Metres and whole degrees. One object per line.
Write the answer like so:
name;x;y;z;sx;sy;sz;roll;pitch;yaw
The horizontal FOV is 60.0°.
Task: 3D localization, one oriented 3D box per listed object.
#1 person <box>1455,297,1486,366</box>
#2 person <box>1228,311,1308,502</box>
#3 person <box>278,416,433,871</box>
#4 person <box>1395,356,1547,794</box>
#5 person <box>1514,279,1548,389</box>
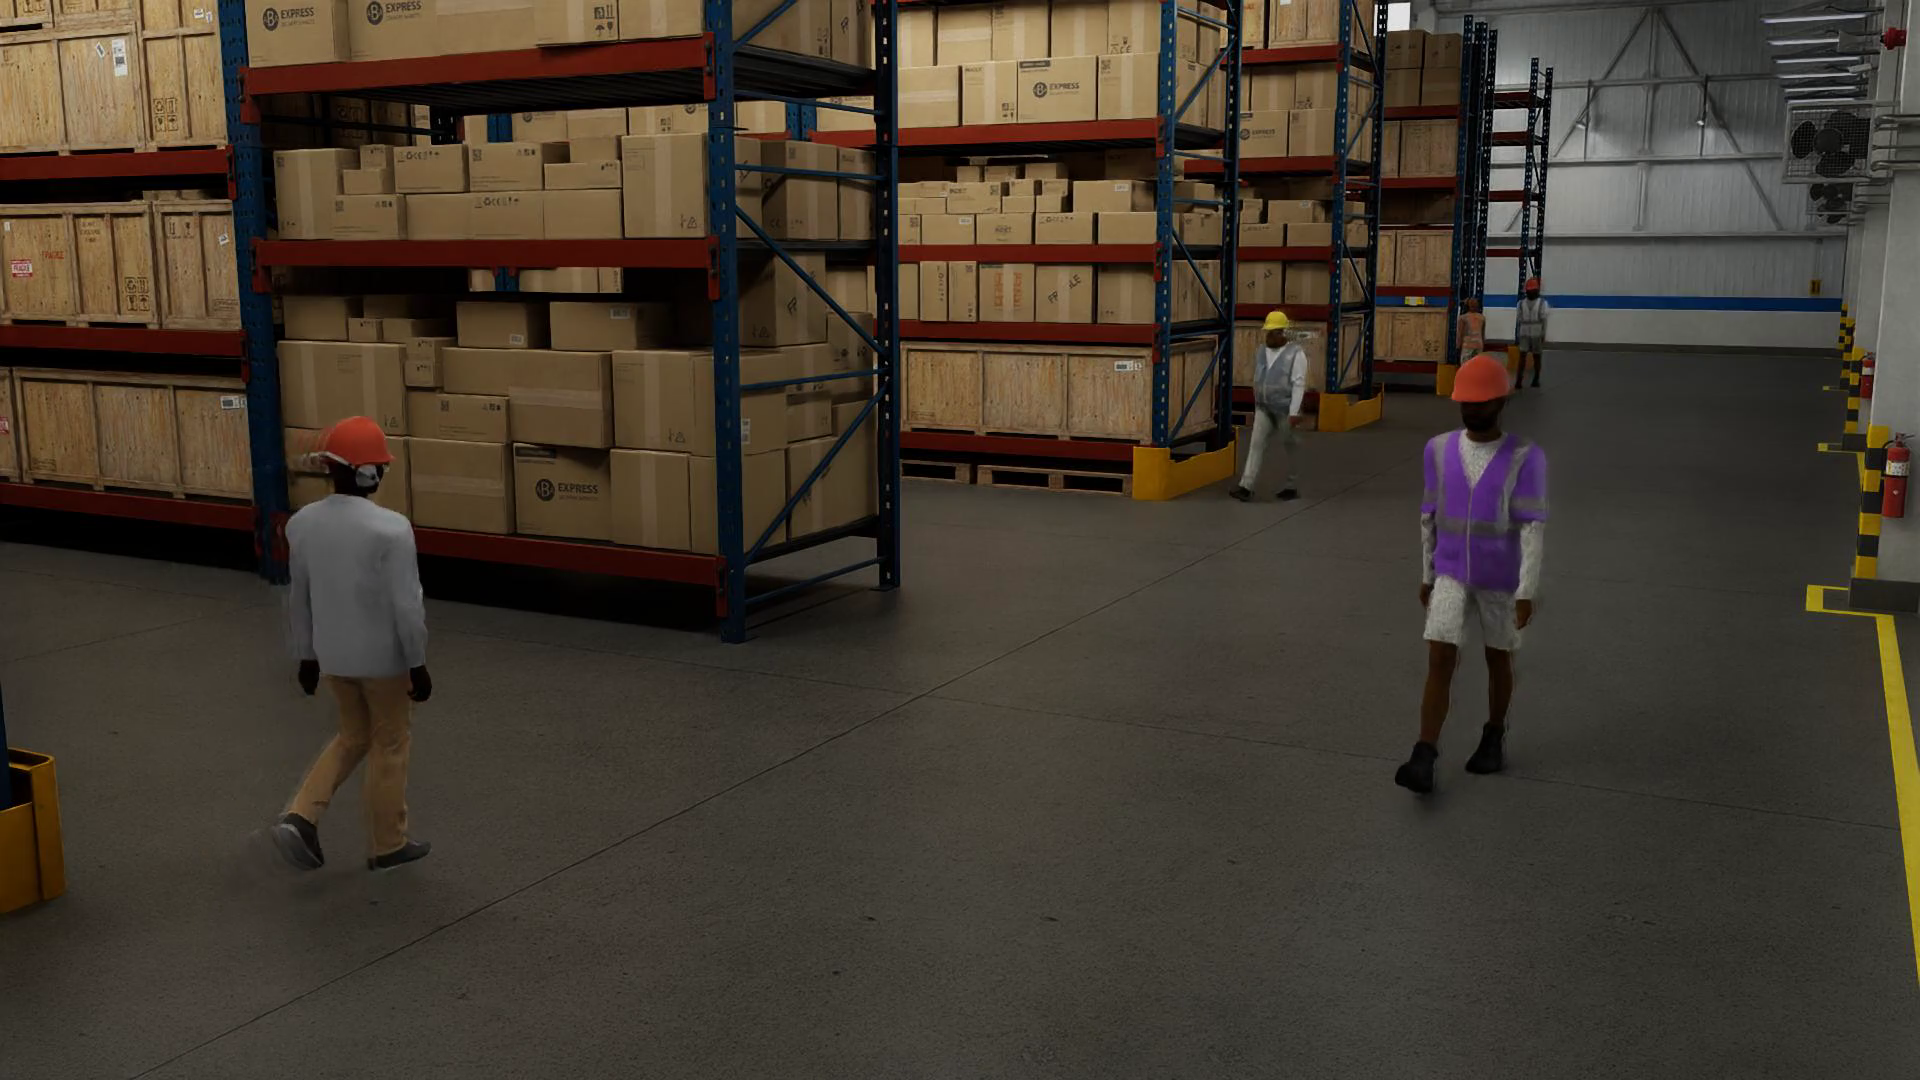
person;8.150;-3.049;26.538;0.529;1.627;0.322;-3;10;-17
person;2.893;-1.224;15.474;0.902;1.785;0.625;-9;14;-44
person;-2.238;0.413;6.158;0.568;1.736;0.508;5;11;27
person;2.211;0.161;7.180;0.572;1.884;0.972;7;12;35
person;9.856;-3.546;28.696;0.552;1.890;0.989;5;11;29
